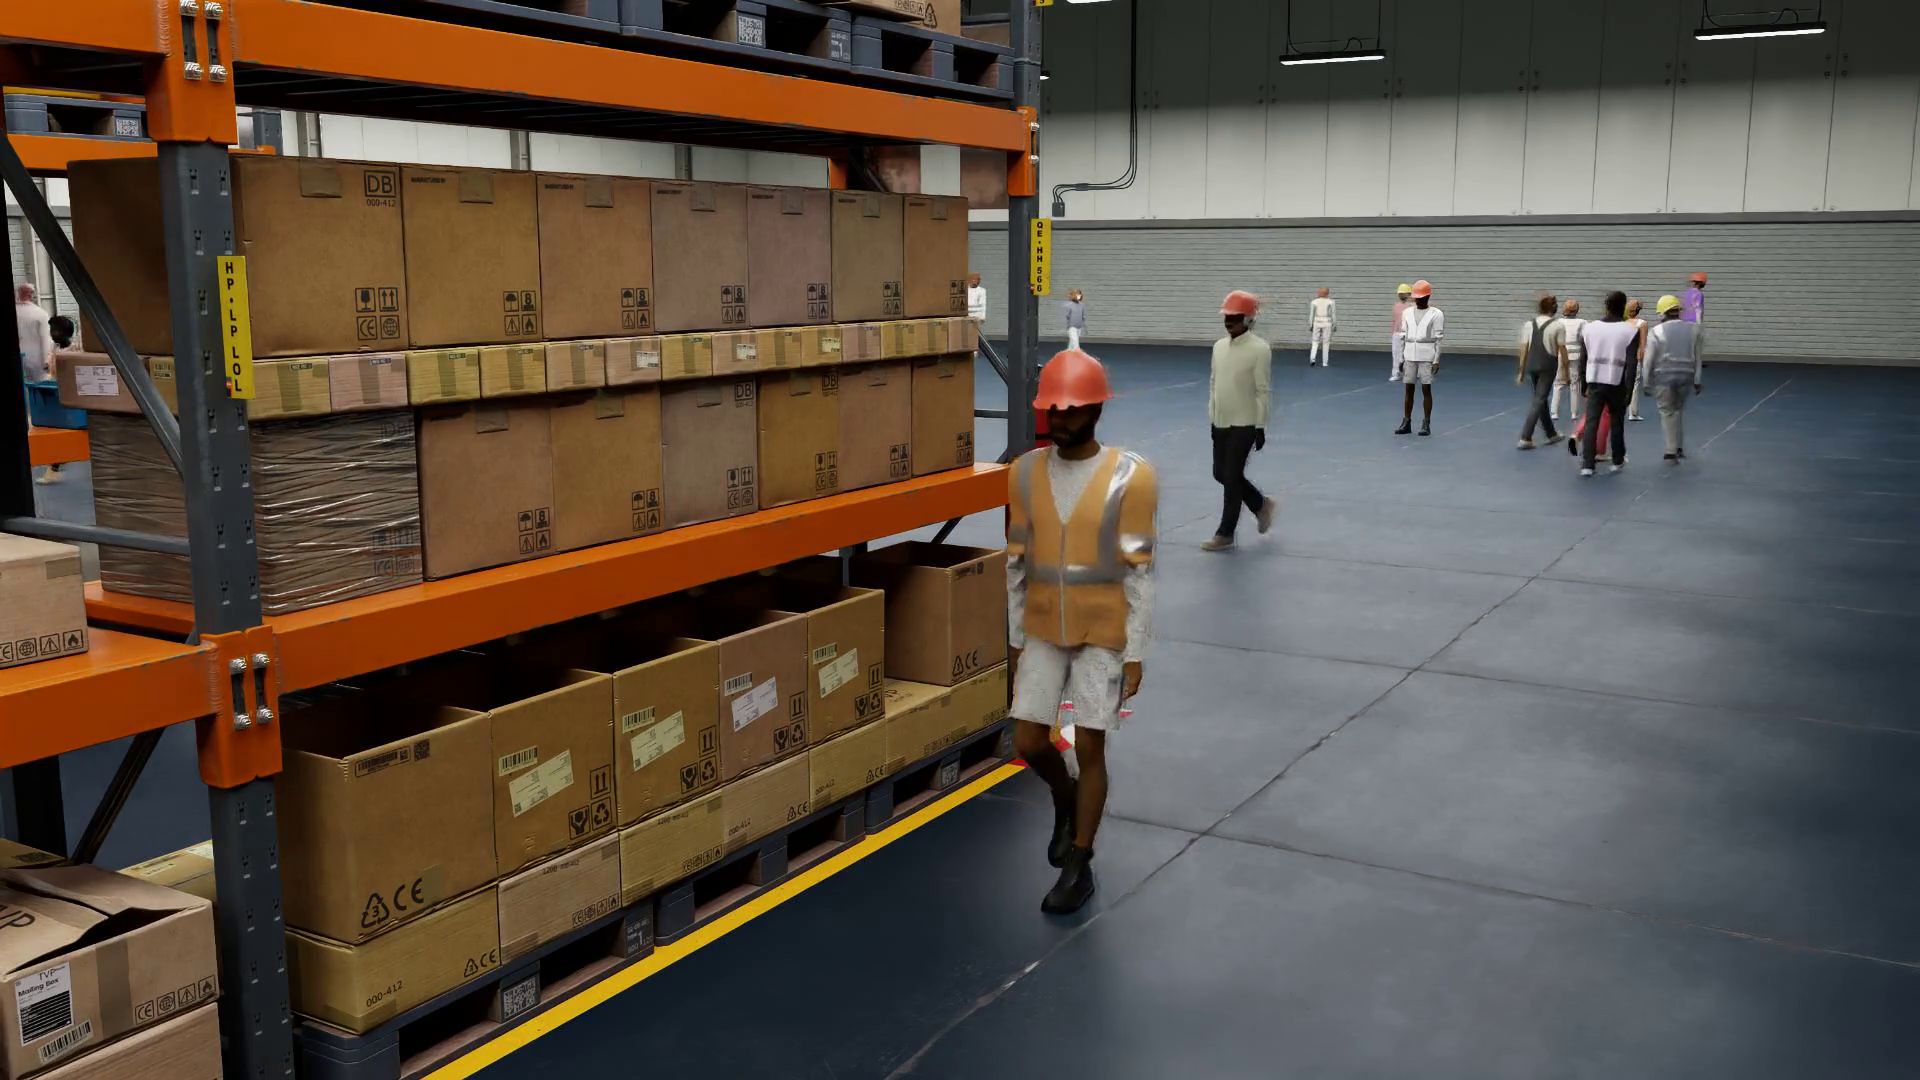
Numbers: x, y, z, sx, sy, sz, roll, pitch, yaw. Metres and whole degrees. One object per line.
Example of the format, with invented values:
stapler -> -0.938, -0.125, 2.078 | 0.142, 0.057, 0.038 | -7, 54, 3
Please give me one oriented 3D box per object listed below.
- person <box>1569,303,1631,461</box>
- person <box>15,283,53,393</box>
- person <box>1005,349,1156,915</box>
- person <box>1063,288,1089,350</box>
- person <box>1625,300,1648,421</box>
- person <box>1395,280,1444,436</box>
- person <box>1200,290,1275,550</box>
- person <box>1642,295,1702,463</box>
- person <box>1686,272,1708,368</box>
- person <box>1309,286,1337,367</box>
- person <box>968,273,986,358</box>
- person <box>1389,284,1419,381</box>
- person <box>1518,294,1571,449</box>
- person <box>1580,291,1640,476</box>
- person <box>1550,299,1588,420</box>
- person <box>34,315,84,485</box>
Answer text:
person -> 6.928, -1.698, 17.932 | 0.502, 1.737, 0.553 | -6, 11, -31
person -> -11.957, -2.342, 21.307 | 0.656, 1.887, 0.664 | 0, 10, 1
person -> 0.406, 0.307, 5.704 | 0.542, 1.923, 0.473 | 5, 11, 25
person -> 2.312, -4.151, 32.745 | 0.519, 1.580, 0.842 | -8, 12, -38
person -> 9.072, -2.433, 22.557 | 0.310, 1.638, 0.522 | -9, 13, -42
person -> 5.719, -2.264, 20.721 | 0.542, 1.929, 0.368 | 7, 12, 37
person -> 2.162, -0.919, 12.739 | 0.768, 1.974, 0.620 | -6, 12, -33
person -> 7.673, -1.741, 18.020 | 0.607, 1.800, 0.596 | 0, 10, -3
person -> 14.624, -4.387, 33.181 | 0.627, 1.919, 0.568 | -1, 10, -3
person -> 7.303, -4.287, 33.435 | 0.538, 1.635, 0.383 | 4, 11, 24
person -> 0.302, -4.897, 36.367 | 0.607, 1.846, 0.501 | 3, 10, 19
person -> 7.979, -3.718, 29.779 | 0.530, 1.737, 0.757 | 9, 13, 42
person -> 6.815, -1.963, 19.382 | 1.011, 1.790, 0.527 | -7, 12, -36
person -> 6.627, -1.598, 17.007 | 0.610, 1.866, 0.995 | 7, 12, 36
person -> 8.268, -2.444, 22.620 | 0.522, 1.640, 0.306 | 3, 10, 18
person -> -8.718, -1.393, 16.423 | 0.537, 1.656, 0.868 | 4, 11, 23
